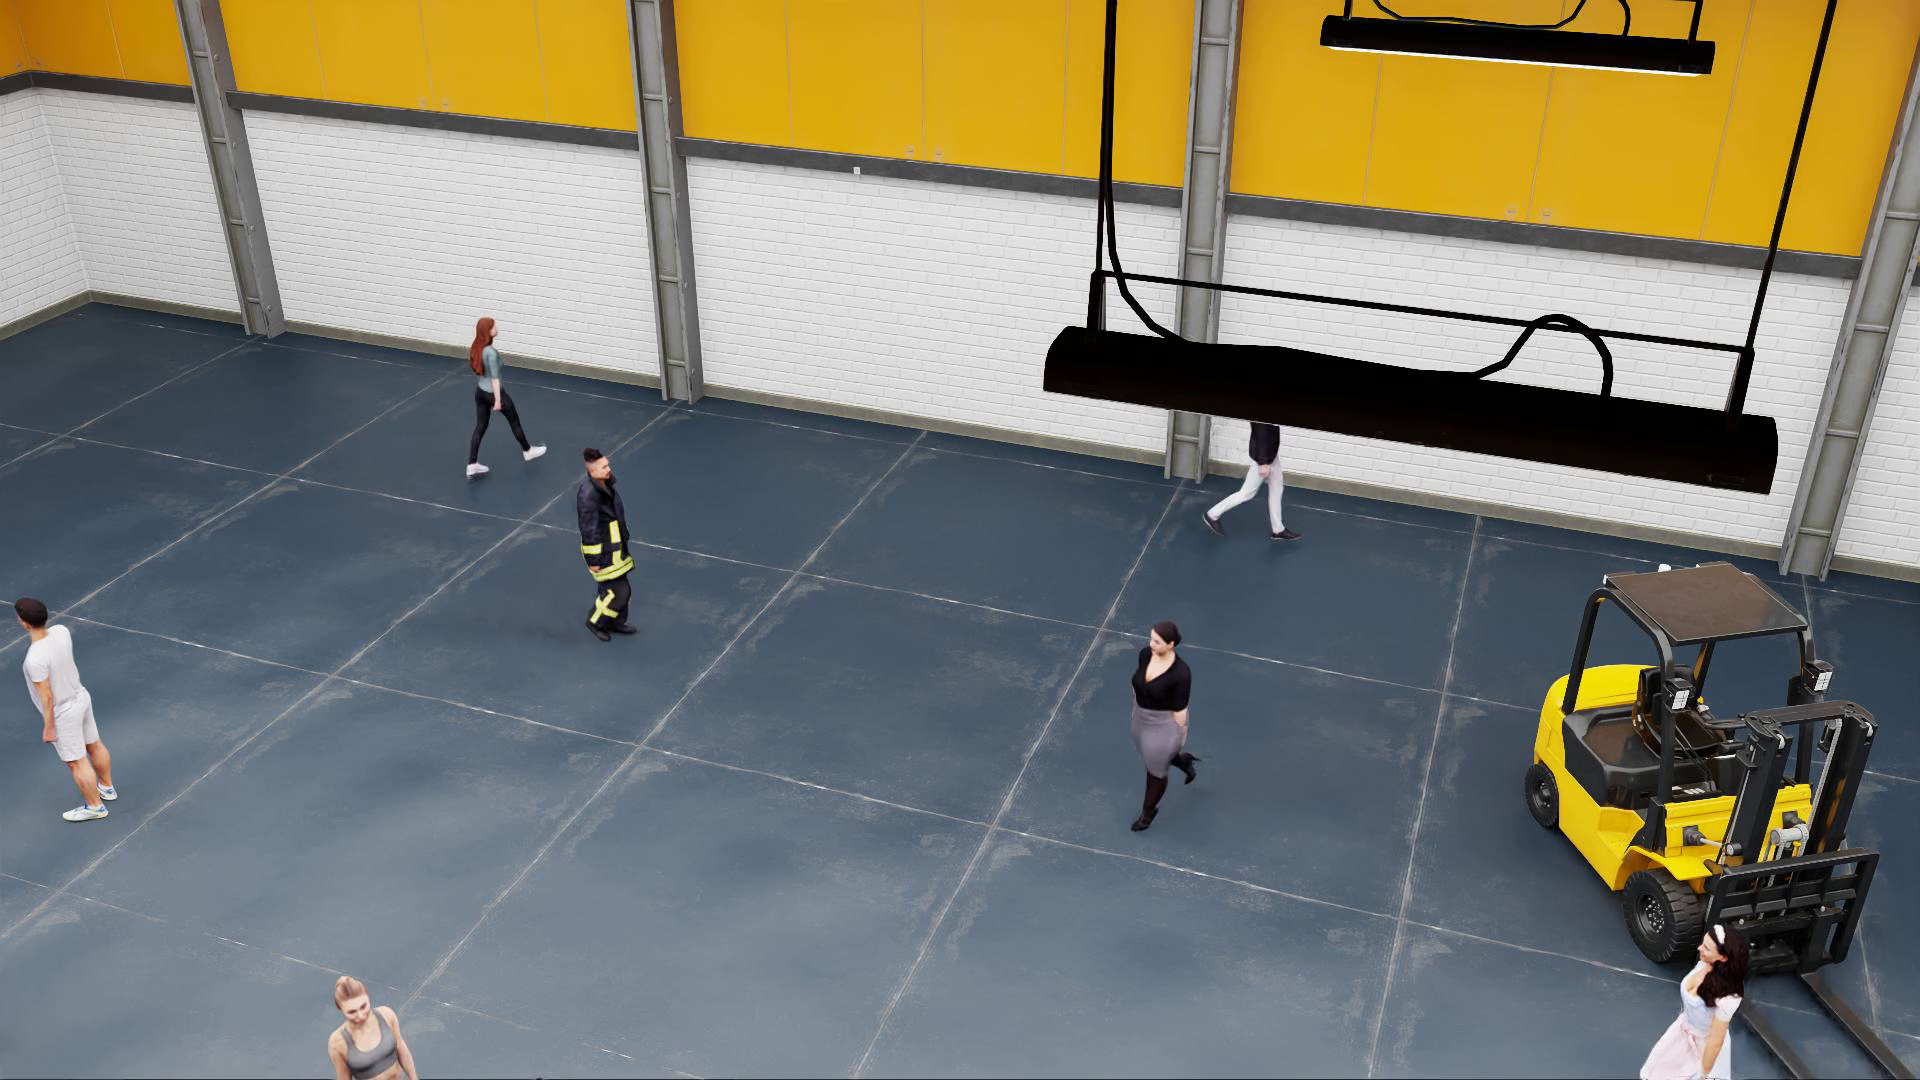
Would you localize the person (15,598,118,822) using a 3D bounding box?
[{"bbox_3d":[-6.566,1.227,12.224,0.716,1.851,0.759,0,29,0],"label":"person"}]

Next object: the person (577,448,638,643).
[{"bbox_3d":[-3.150,0.027,14.425,0.822,1.850,0.824,4,29,7],"label":"person"}]

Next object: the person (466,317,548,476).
[{"bbox_3d":[-4.948,-1.461,17.314,1.007,1.697,1.165,-24,36,-36],"label":"person"}]

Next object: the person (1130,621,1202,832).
[{"bbox_3d":[1.528,1.330,12.151,1.028,1.741,1.024,-19,34,-31],"label":"person"}]

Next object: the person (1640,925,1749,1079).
[{"bbox_3d":[4.173,2.883,9.233,0.960,1.808,0.804,2,29,4],"label":"person"}]

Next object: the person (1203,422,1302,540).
[{"bbox_3d":[2.812,-0.809,16.002,1.219,1.807,0.771,7,29,12],"label":"person"}]

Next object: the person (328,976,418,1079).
[{"bbox_3d":[-3.191,3.024,9.098,1.028,1.691,0.793,24,37,37],"label":"person"}]
